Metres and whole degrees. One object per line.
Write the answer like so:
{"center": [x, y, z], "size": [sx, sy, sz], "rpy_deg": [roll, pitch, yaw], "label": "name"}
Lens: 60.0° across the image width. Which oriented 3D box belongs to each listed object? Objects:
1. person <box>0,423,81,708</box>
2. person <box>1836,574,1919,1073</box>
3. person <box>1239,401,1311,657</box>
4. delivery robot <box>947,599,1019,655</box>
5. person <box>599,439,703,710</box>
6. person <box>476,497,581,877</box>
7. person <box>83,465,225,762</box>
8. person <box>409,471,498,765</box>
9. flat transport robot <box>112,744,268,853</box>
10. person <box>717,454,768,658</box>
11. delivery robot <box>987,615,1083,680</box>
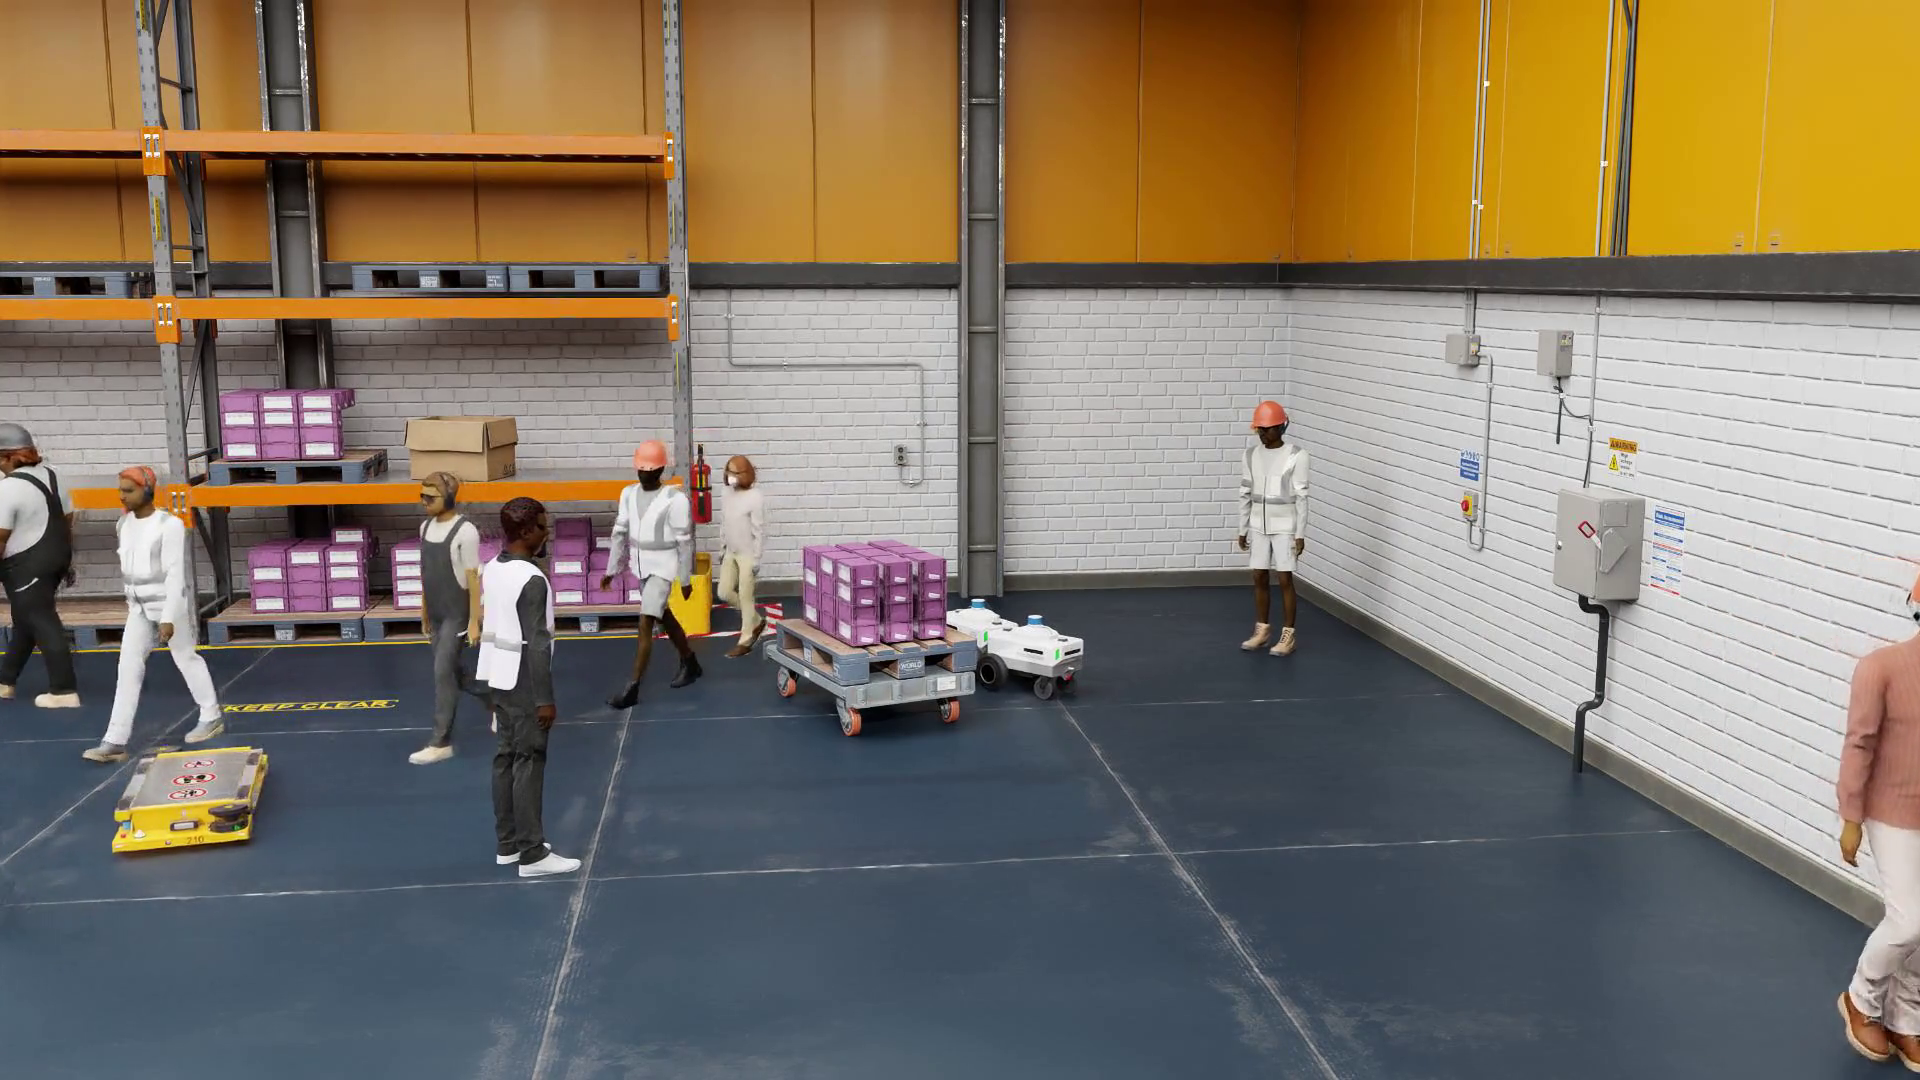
{"center": [-6.619, 0.166, 11.582], "size": [0.957, 2.000, 0.709], "rpy_deg": [0, 9, 1], "label": "person"}
{"center": [3.643, 1.044, 6.270], "size": [0.642, 1.982, 0.435], "rpy_deg": [-2, 9, -11], "label": "person"}
{"center": [2.475, -0.093, 13.256], "size": [0.613, 2.029, 0.408], "rpy_deg": [8, 12, 41], "label": "person"}
{"center": [0.135, 0.690, 12.643], "size": [0.477, 0.478, 0.707], "rpy_deg": [-6, 11, -32], "label": "delivery robot"}
{"center": [-2.164, 0.208, 11.857], "size": [0.555, 1.886, 1.037], "rpy_deg": [6, 11, 33], "label": "person"}
{"center": [-2.222, 0.735, 8.414], "size": [0.398, 1.920, 0.590], "rpy_deg": [-7, 11, -36], "label": "person"}
{"center": [-5.085, 0.447, 10.485], "size": [0.594, 1.831, 0.986], "rpy_deg": [4, 10, 22], "label": "person"}
{"center": [-3.162, 0.457, 10.479], "size": [0.513, 1.822, 0.765], "rpy_deg": [7, 11, 37], "label": "person"}
{"center": [-4.289, 1.409, 9.332], "size": [0.652, 0.197, 1.431], "rpy_deg": [-3, 10, -18], "label": "flat transport robot"}
{"center": [-1.716, 0.121, 13.153], "size": [0.529, 1.618, 0.381], "rpy_deg": [9, 12, 43], "label": "person"}
{"center": [0.543, 0.788, 12.035], "size": [0.707, 0.478, 0.477], "rpy_deg": [8, 12, 42], "label": "delivery robot"}
